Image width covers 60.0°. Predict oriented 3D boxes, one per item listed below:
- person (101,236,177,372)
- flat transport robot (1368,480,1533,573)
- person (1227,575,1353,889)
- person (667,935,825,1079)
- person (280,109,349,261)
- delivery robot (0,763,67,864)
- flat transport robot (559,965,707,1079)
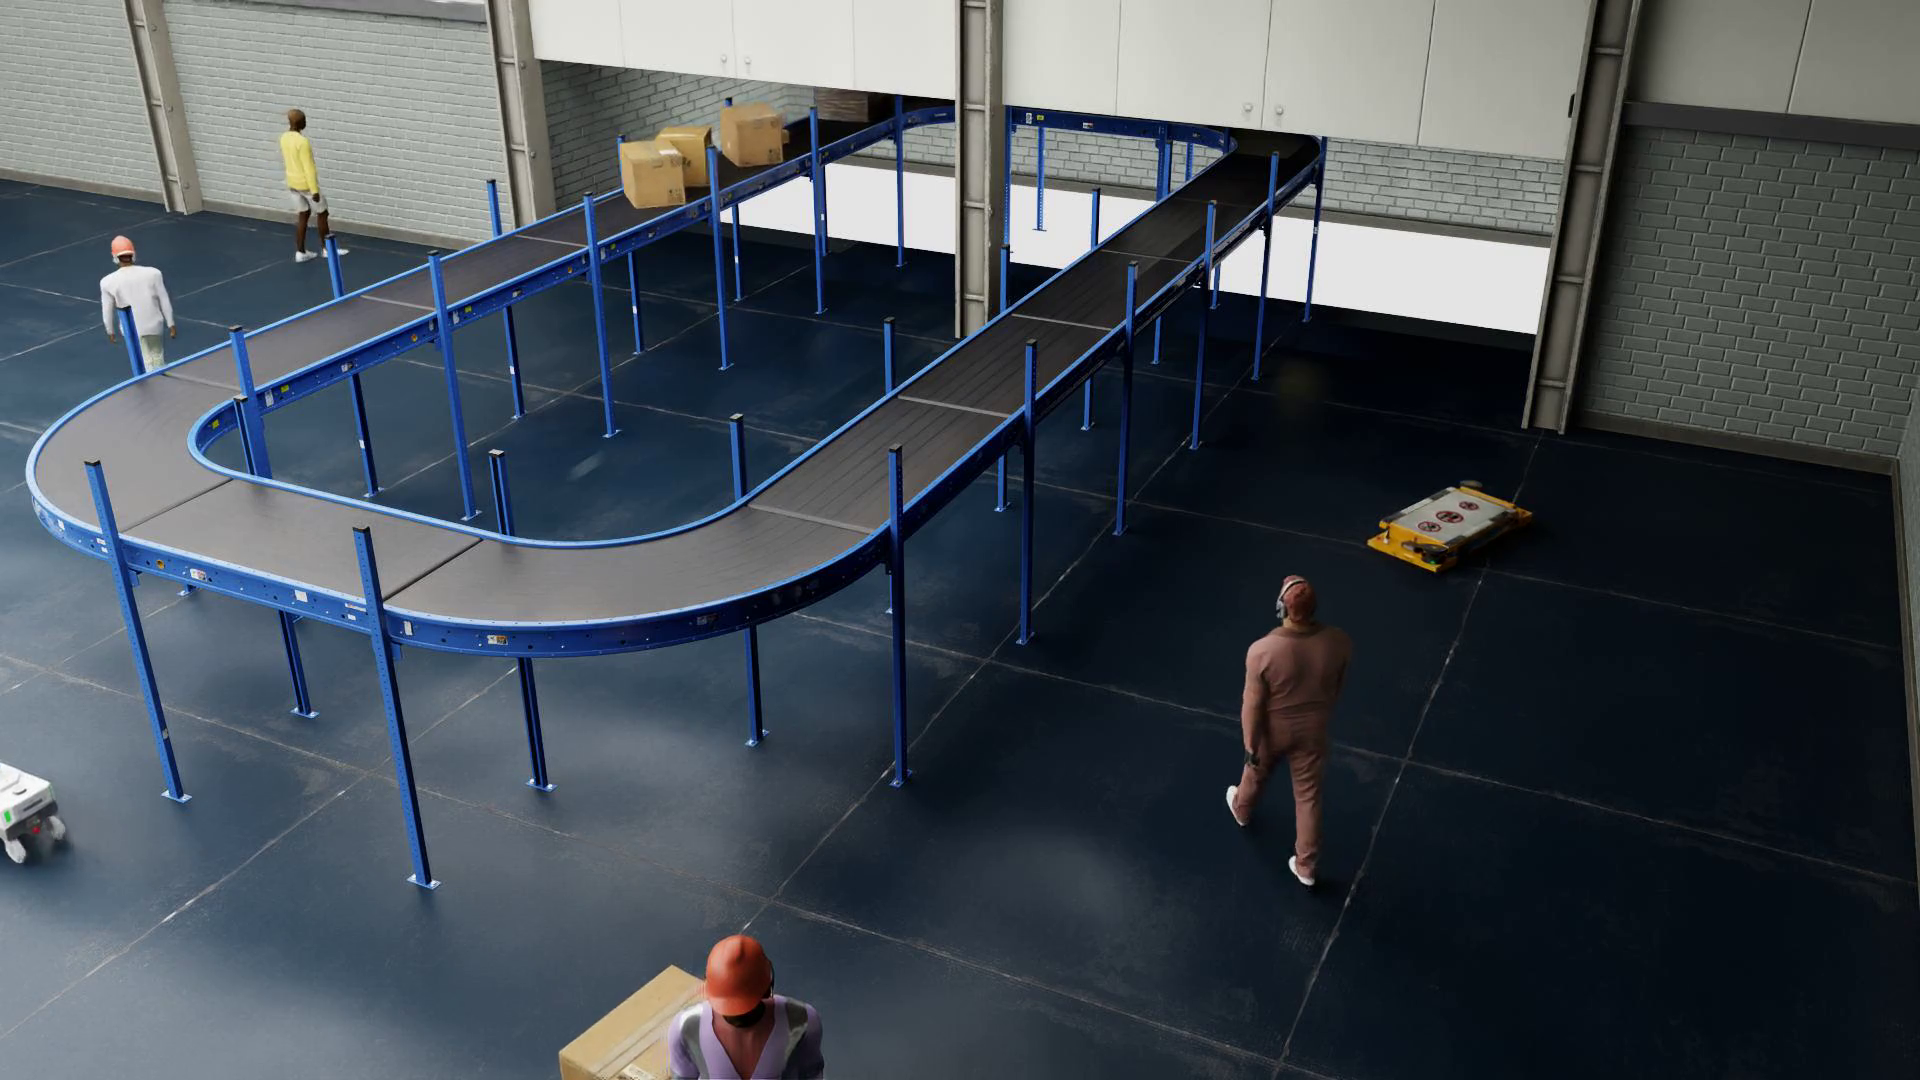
[{"bbox_3d":[-7.948,-2.098,16.062,0.593,1.715,0.816,-21,33,-35],"label":"person"},{"bbox_3d":[4.060,-0.121,13.720,1.431,0.231,0.659,-22,34,-37],"label":"flat transport robot"},{"bbox_3d":[1.894,1.036,9.605,0.649,1.853,0.969,-4,27,-8],"label":"person"},{"bbox_3d":[-0.829,2.408,6.632,0.610,2.043,0.372,-4,27,-7],"label":"person"},{"bbox_3d":[-8.050,-4.375,20.491,0.602,1.868,0.642,17,31,31],"label":"person"},{"bbox_3d":[-5.800,1.576,9.999,0.807,0.613,0.499,13,29,24],"label":"delivery robot"},{"bbox_3d":[-1.206,3.001,7.429,1.431,0.231,0.659,-20,33,-35],"label":"flat transport robot"}]
